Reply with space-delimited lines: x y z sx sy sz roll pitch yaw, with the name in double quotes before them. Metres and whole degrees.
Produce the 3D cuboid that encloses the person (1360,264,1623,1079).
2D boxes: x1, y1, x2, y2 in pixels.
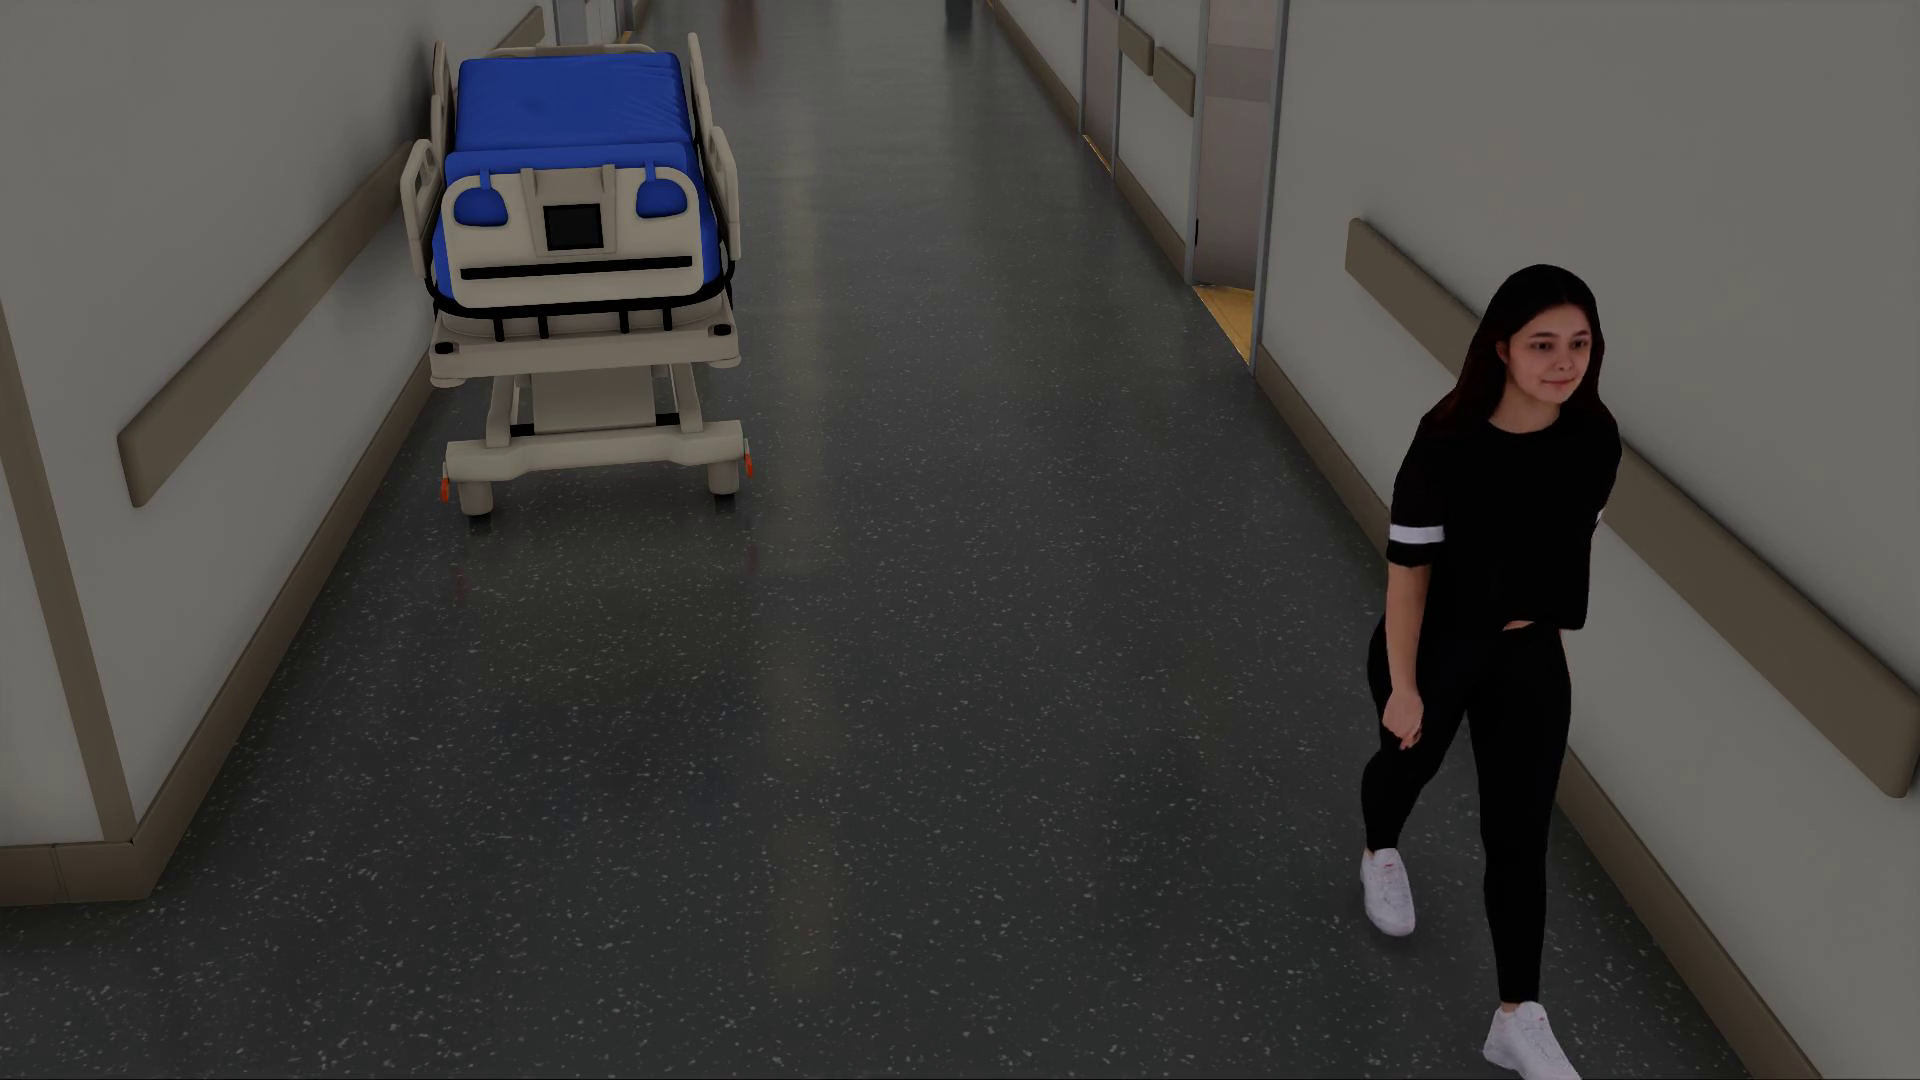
"person" 1.003 0.216 3.383 1.031 1.589 0.707 -4 26 -8
